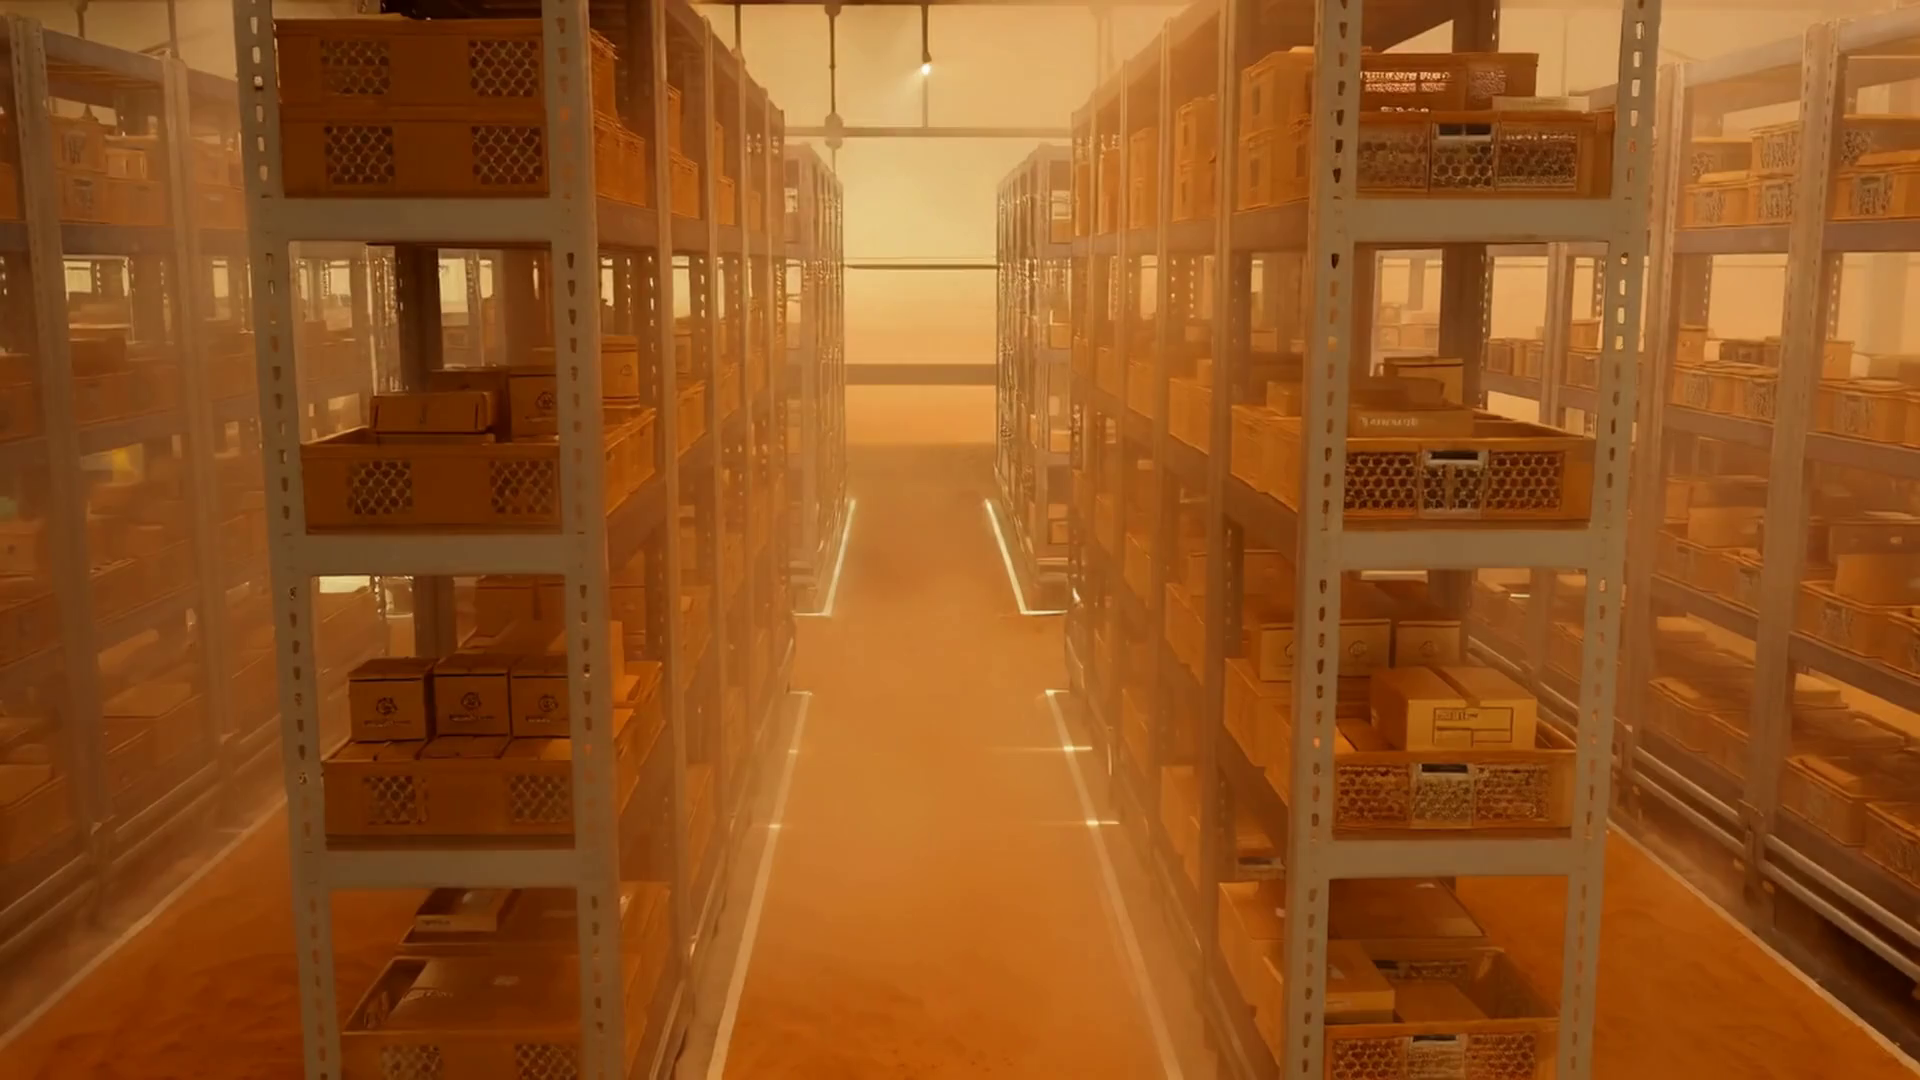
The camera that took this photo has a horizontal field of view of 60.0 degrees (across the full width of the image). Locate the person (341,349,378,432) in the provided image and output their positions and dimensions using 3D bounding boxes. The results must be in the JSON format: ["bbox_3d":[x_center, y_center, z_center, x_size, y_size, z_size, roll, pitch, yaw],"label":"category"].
[{"bbox_3d":[-5.478,-0.810,15.245,0.375,1.997,0.612,-3,10,-18],"label":"person"}]

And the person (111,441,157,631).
[{"bbox_3d":[-5.869,-0.215,12.141,0.626,1.821,0.609,1,9,4],"label":"person"}]

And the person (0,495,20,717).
[{"bbox_3d":[-5.176,0.361,8.677,0.632,1.813,0.476,1,9,8],"label":"person"}]
